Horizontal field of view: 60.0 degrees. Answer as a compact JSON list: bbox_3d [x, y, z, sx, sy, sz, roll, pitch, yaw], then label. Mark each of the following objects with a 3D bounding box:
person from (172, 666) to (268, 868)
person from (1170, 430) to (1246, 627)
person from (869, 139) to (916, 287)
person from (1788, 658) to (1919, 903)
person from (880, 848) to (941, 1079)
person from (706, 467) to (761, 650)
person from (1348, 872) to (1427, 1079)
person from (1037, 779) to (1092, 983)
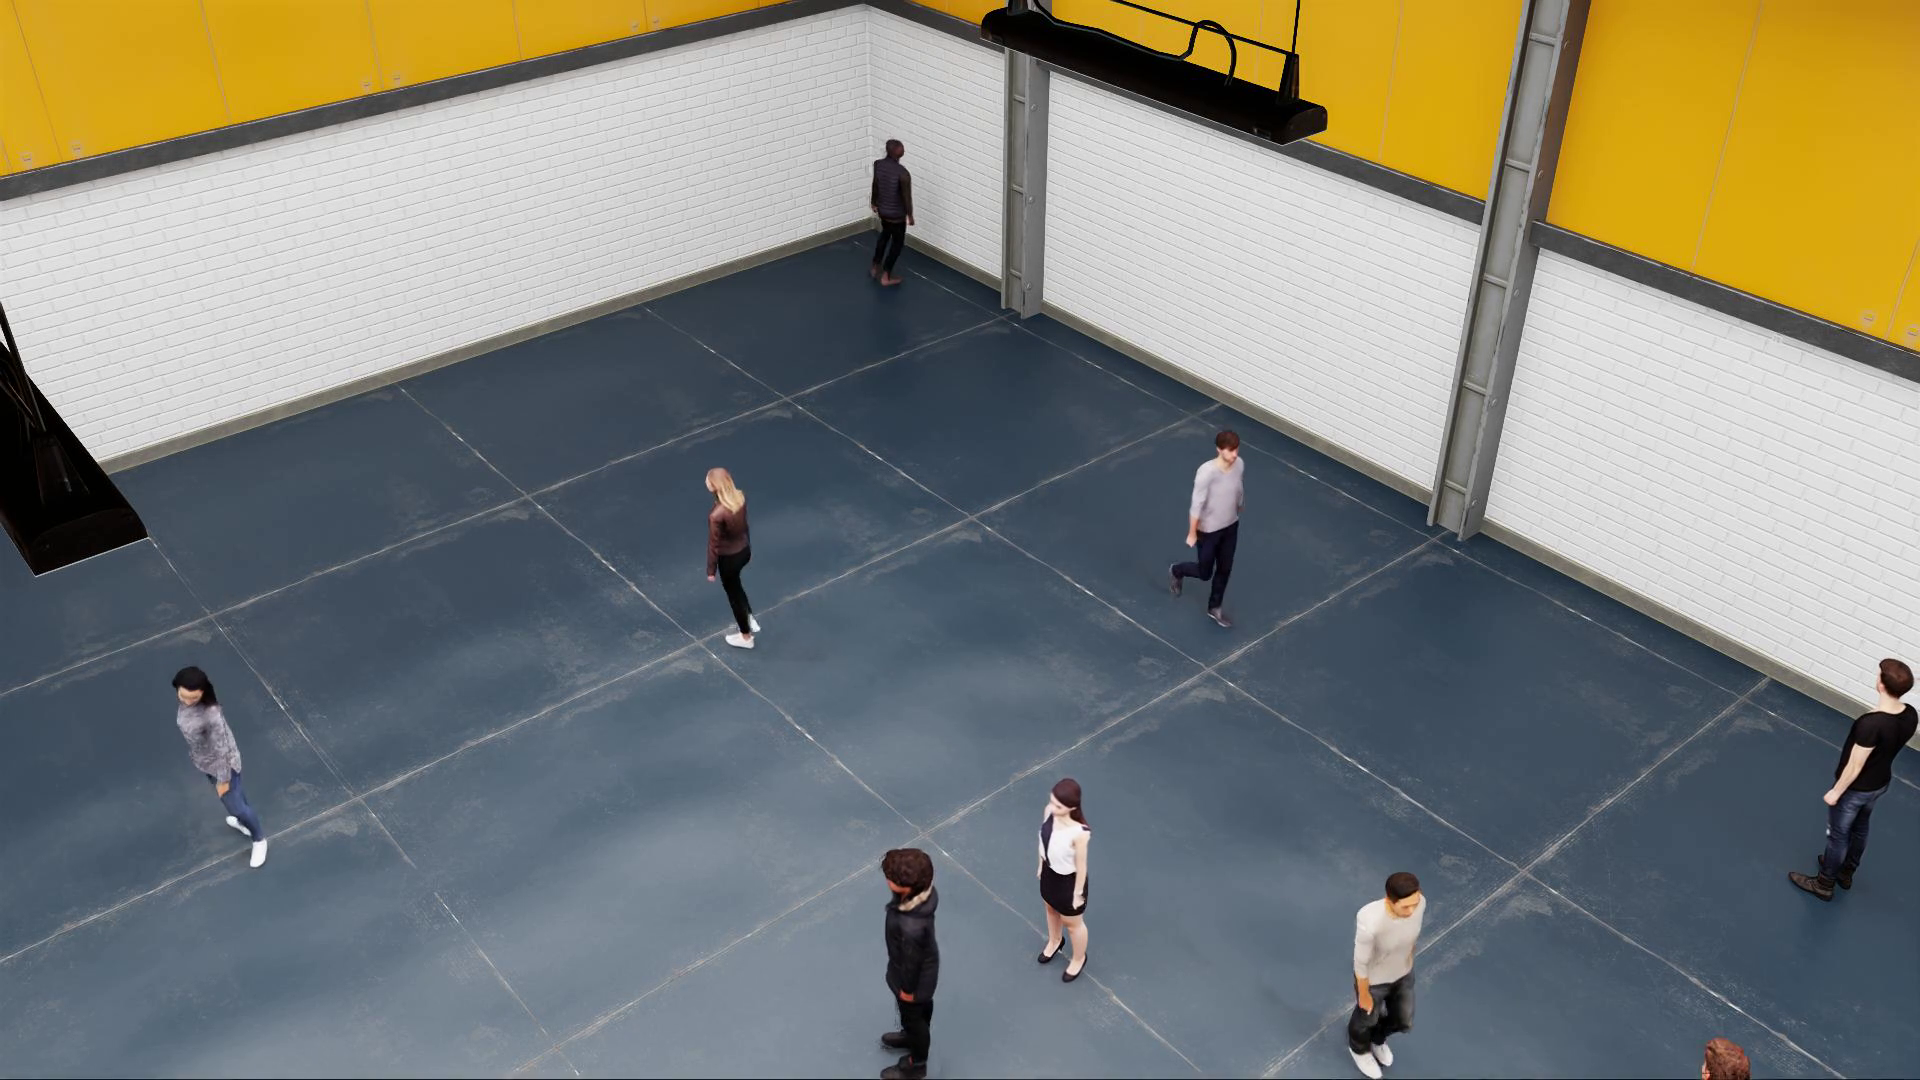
[{"bbox_3d":[-5.113,1.464,11.455,0.850,1.708,0.500,-20,39,-28],"label":"person"},{"bbox_3d":[2.063,-0.161,13.794,0.741,1.826,0.941,-19,38,-26],"label":"person"},{"bbox_3d":[-0.808,-3.788,19.280,0.603,1.793,0.913,17,37,24],"label":"person"},{"bbox_3d":[6.008,1.608,11.070,0.725,1.895,0.620,-17,37,-23],"label":"person"},{"bbox_3d":[-0.251,2.496,9.843,0.803,1.774,0.740,1,34,2],"label":"person"},{"bbox_3d":[-1.761,0.170,13.418,0.727,1.689,0.721,14,36,19],"label":"person"},{"bbox_3d":[2.441,2.489,9.849,0.766,1.780,0.738,-18,38,-25],"label":"person"},{"bbox_3d":[0.660,2.137,10.498,0.602,1.647,0.460,-24,40,-31],"label":"person"}]
